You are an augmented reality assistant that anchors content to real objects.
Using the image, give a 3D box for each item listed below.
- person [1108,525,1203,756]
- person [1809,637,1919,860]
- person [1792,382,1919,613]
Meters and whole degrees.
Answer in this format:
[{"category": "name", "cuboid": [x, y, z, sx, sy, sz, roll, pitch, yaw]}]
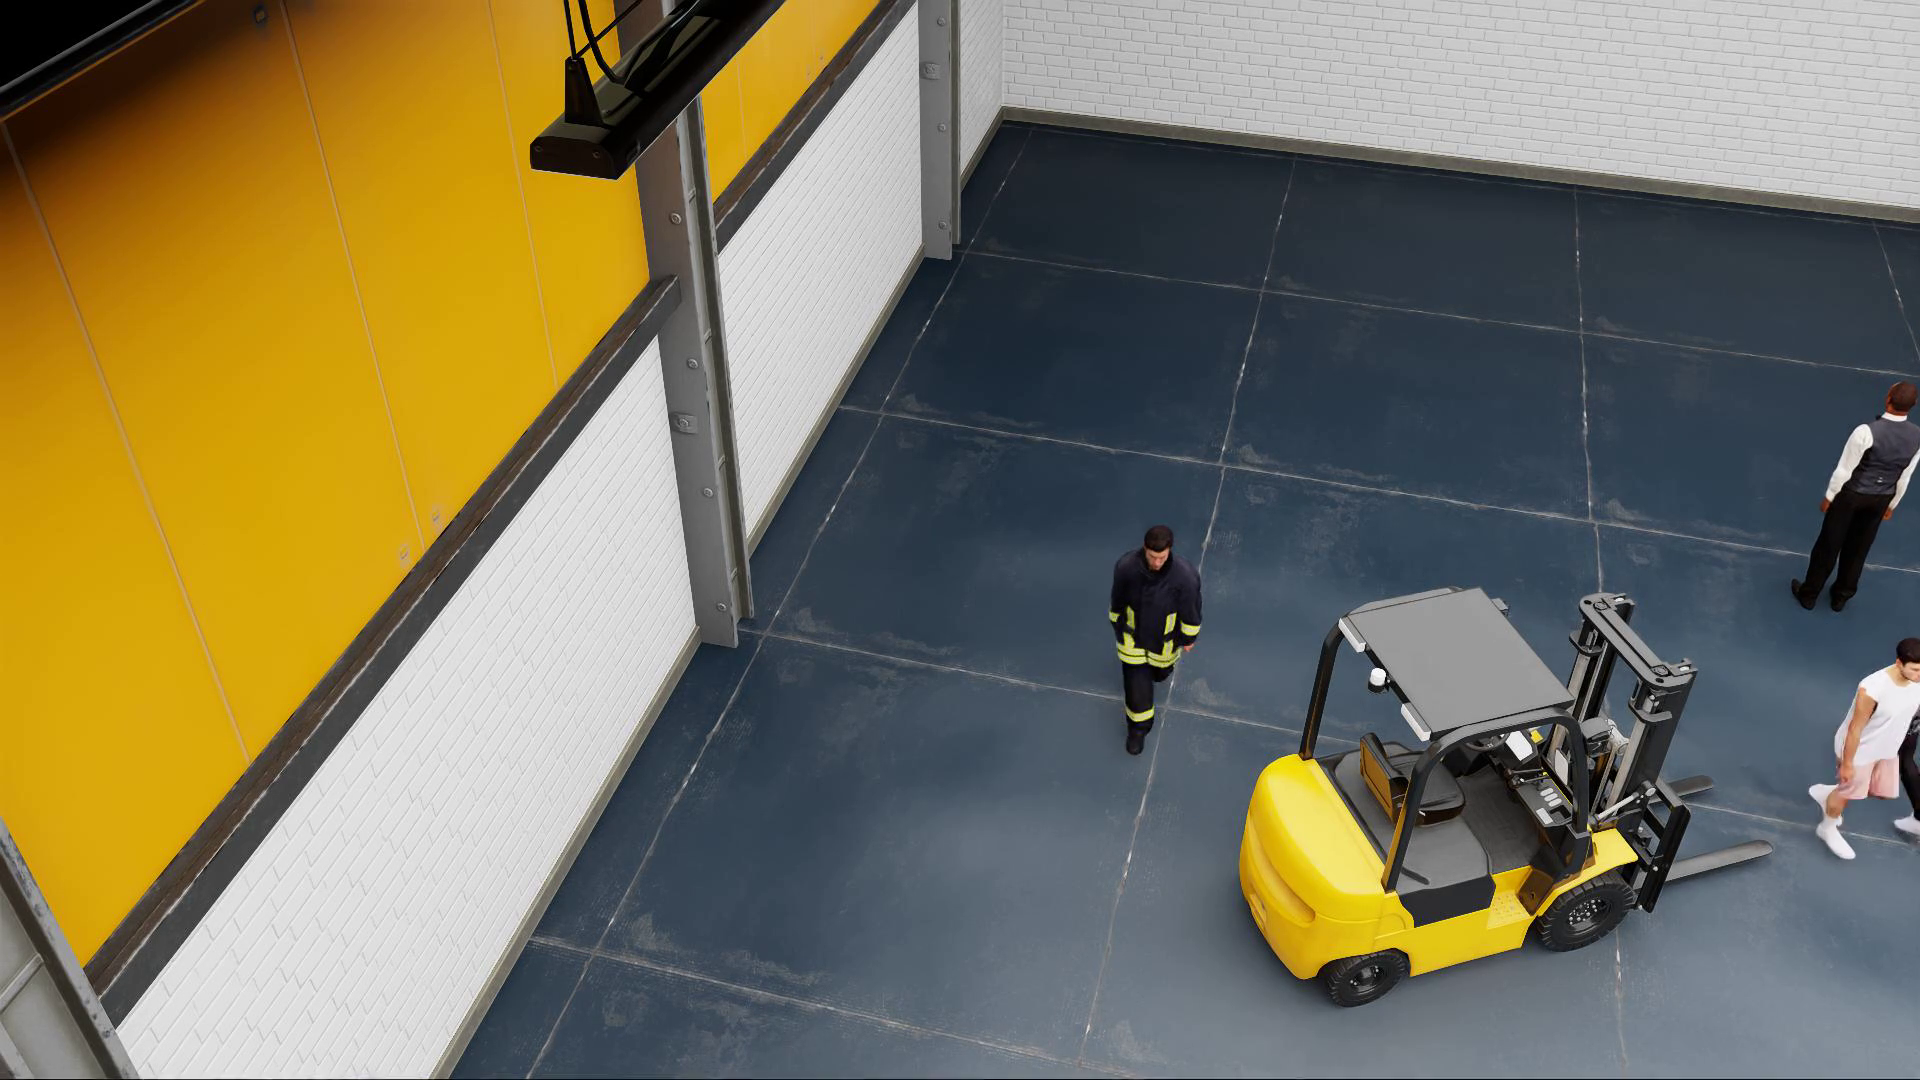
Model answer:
[{"category": "person", "cuboid": [1.271, 0.517, 11.070, 0.814, 1.876, 1.140, 7, 39, 9]}, {"category": "person", "cuboid": [5.561, 1.209, 10.290, 0.843, 1.769, 0.903, -17, 42, -20]}, {"category": "person", "cuboid": [6.541, -0.302, 12.063, 0.725, 1.917, 0.645, 2, 39, 3]}]
